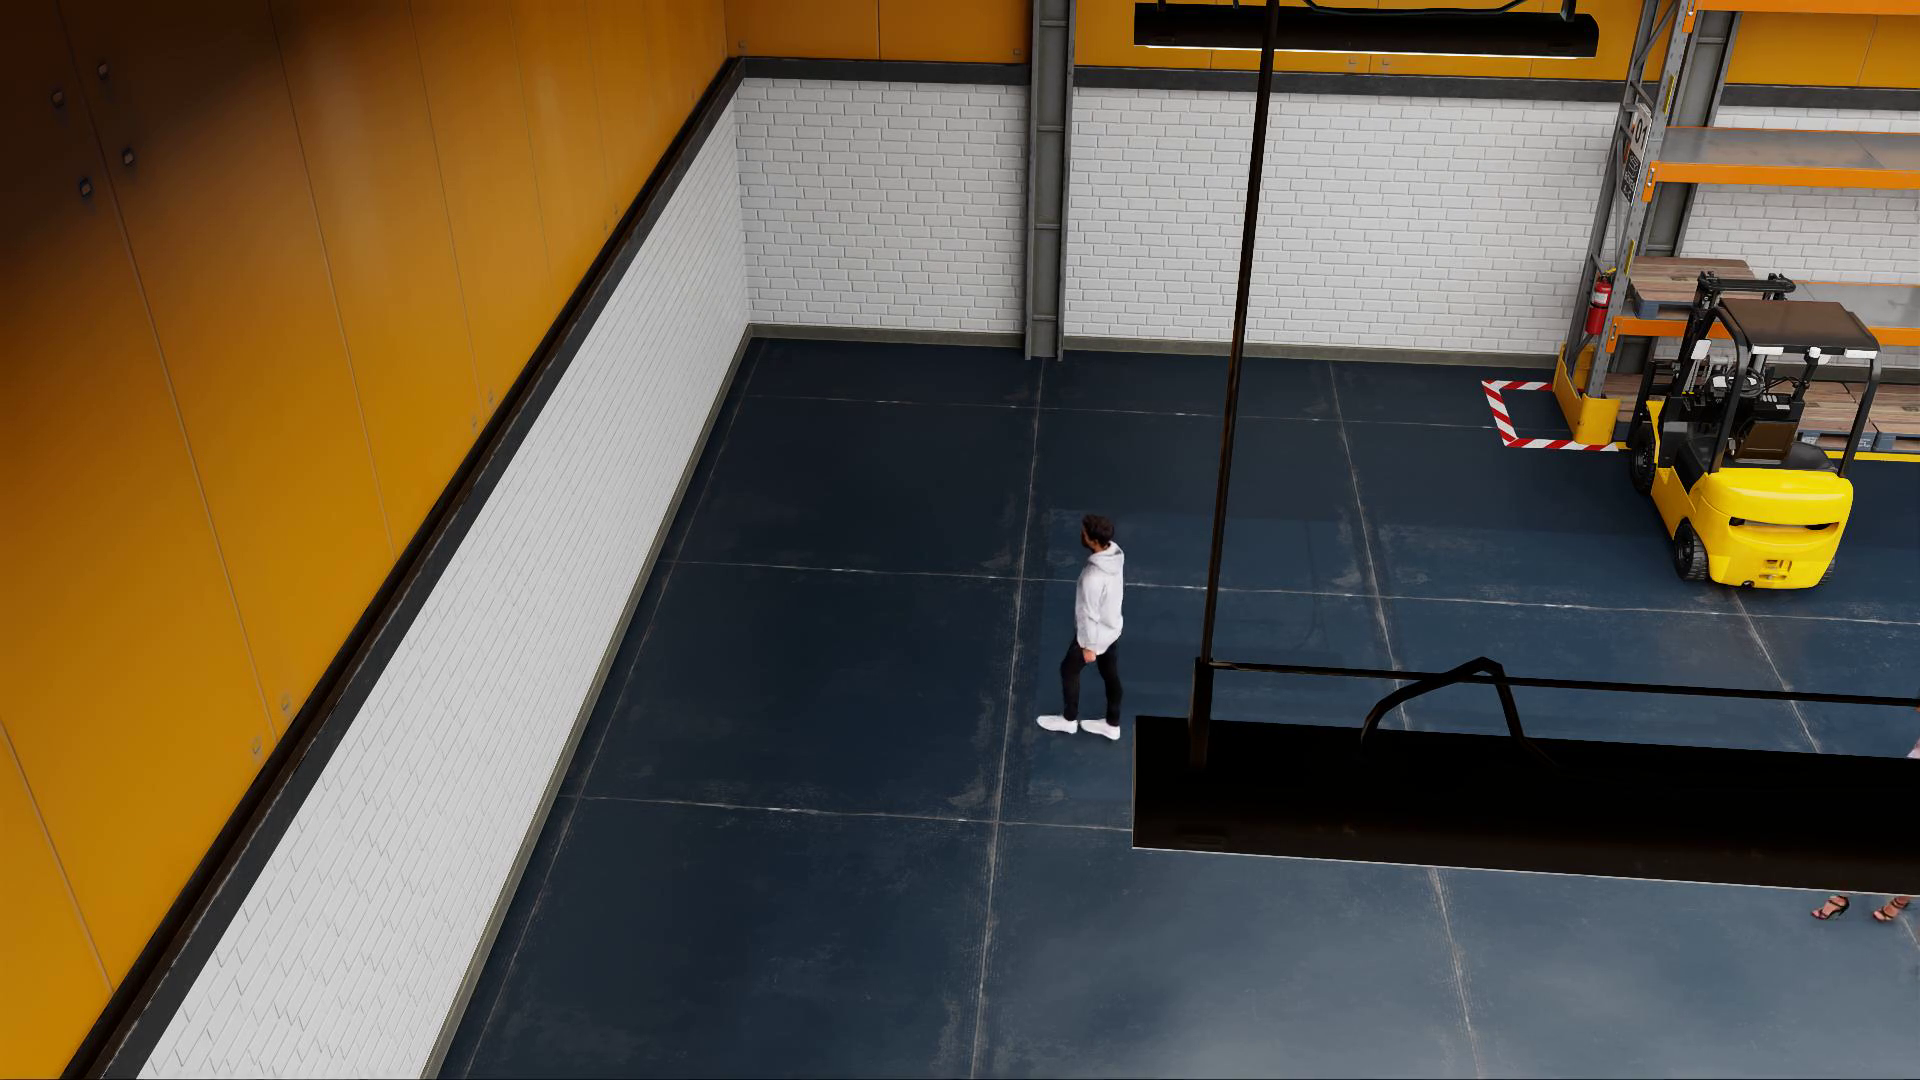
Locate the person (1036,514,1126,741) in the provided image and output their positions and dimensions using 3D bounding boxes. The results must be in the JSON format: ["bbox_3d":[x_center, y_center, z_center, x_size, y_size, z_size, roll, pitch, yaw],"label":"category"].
[{"bbox_3d":[1.083,0.671,11.938,0.960,1.908,0.855,13,36,19],"label":"person"}]

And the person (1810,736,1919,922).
[{"bbox_3d":[6.048,1.763,10.405,0.935,1.786,0.774,-5,34,-7],"label":"person"}]
